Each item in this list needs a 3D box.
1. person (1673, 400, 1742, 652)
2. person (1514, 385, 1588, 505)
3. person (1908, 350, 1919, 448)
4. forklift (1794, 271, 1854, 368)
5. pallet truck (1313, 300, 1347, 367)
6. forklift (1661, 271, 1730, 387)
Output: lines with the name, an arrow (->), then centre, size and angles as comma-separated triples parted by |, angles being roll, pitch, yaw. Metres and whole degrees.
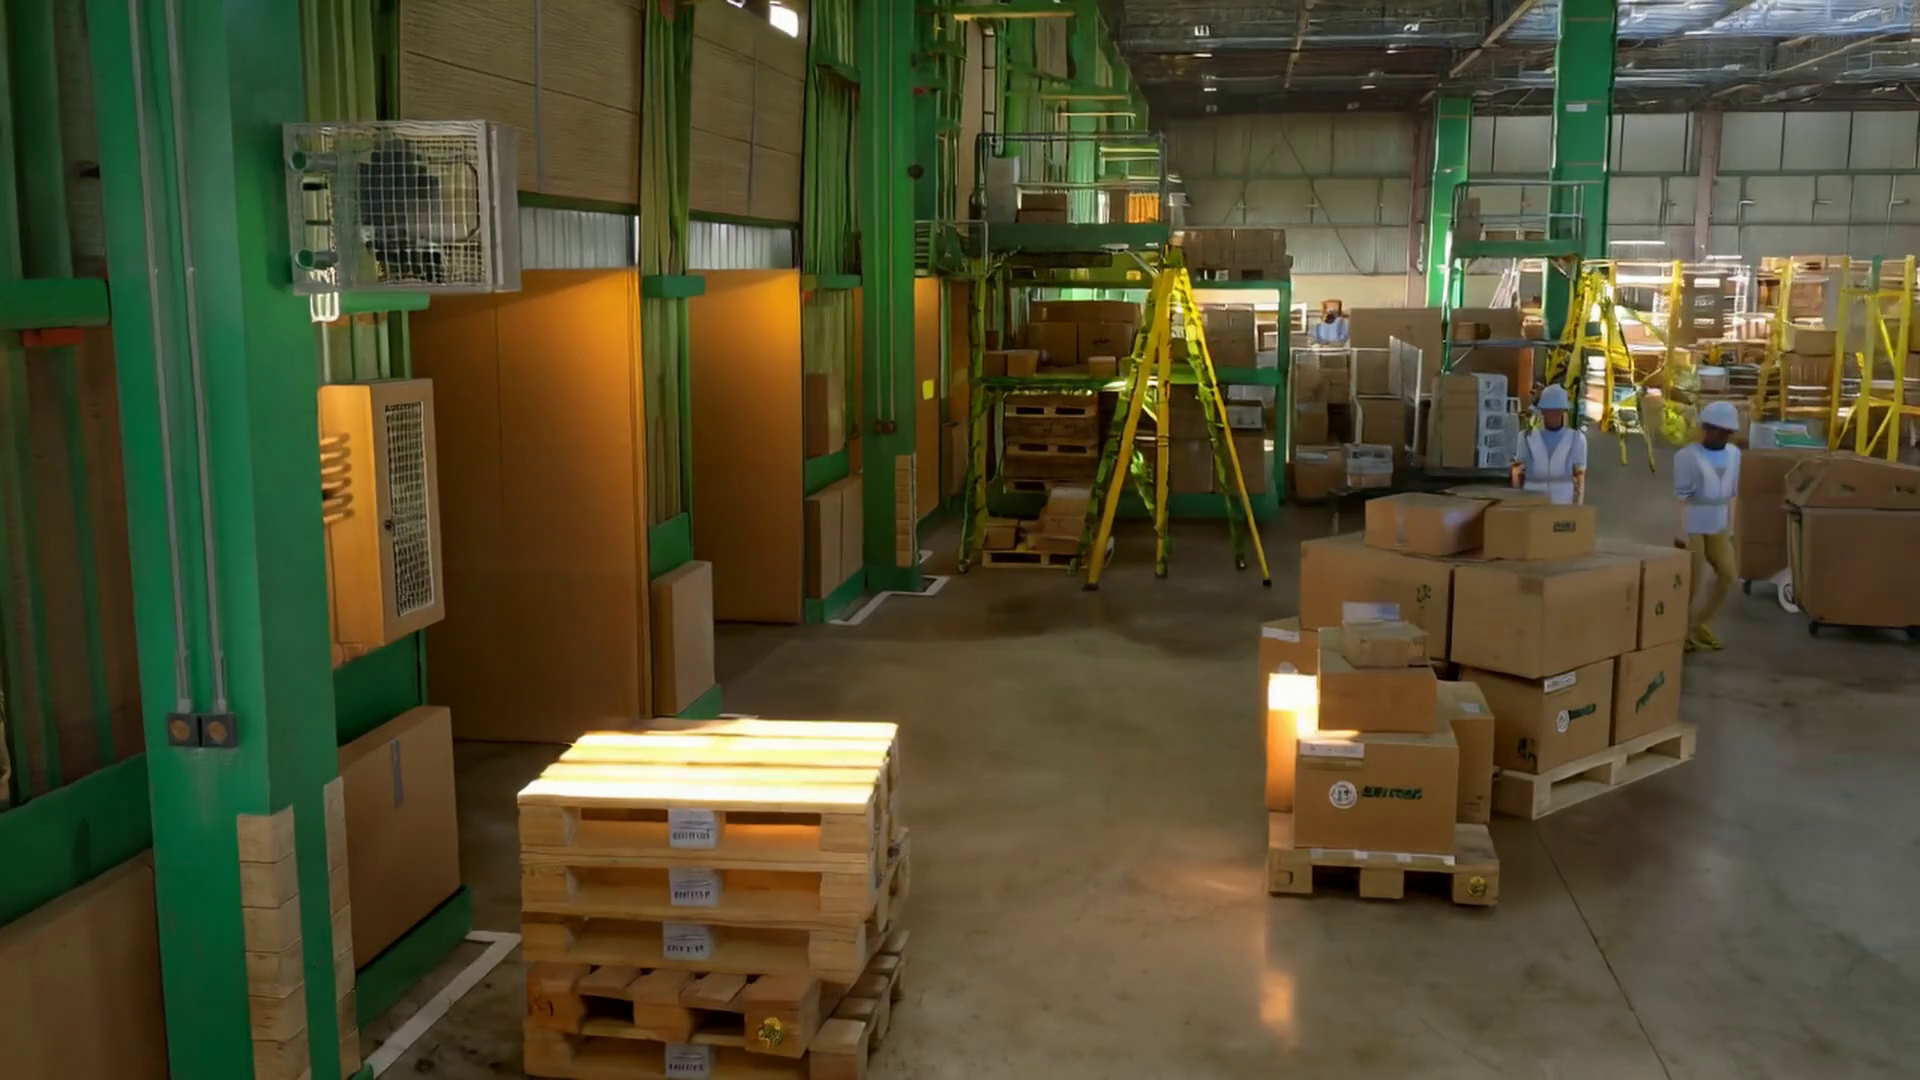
person -> 5.549, -0.095, 12.364 | 0.663, 1.898, 0.536 | -3, 10, -19
person -> 4.738, -0.282, 13.403 | 0.542, 1.939, 0.365 | 4, 10, 23
person -> 15.512, -2.342, 26.742 | 0.324, 1.735, 0.490 | 4, 10, 25
forklift -> 25.215, -6.340, 47.865 | 1.873, 2.768, 1.129 | 0, 9, 2
pallet truck -> 11.159, -6.200, 49.718 | 0.823, 1.965, 1.885 | 4, 10, 26
forklift -> 17.529, -4.940, 39.234 | 1.129, 2.768, 1.873 | 1, 9, 5
